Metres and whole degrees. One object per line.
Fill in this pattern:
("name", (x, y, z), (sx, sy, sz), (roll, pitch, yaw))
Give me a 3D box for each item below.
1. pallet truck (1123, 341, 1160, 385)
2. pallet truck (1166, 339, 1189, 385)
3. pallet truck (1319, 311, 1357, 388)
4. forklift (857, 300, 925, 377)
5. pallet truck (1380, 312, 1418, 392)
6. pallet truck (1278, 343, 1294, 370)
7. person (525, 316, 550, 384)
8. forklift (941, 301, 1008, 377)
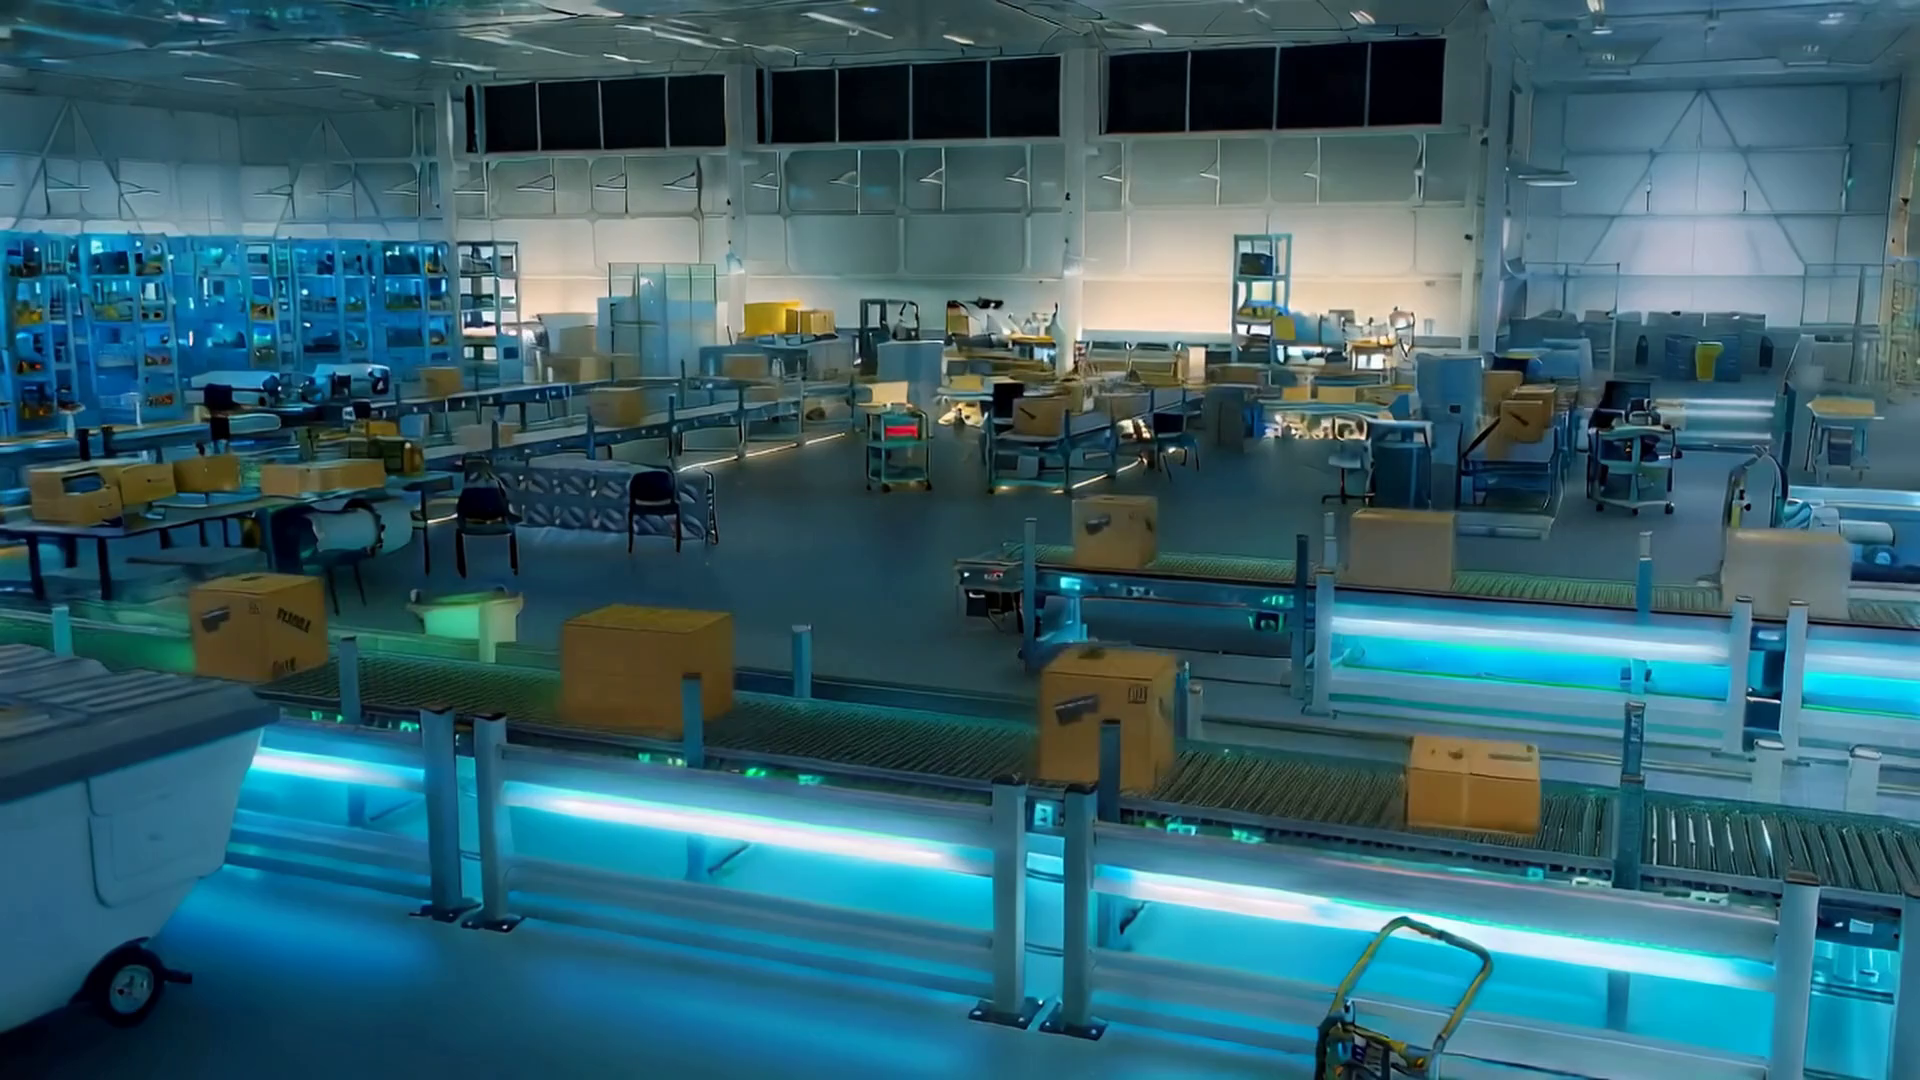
("pallet truck", (4.445, -4.380, 41.279), (0.680, 1.201, 1.601), (4, 10, 22))
("pallet truck", (5.418, -4.269, 40.420), (0.704, 1.261, 1.522), (3, 10, 20))
("pallet truck", (9.071, -4.419, 39.190), (0.823, 1.965, 1.885), (5, 10, 26))
("forklift", (-1.732, -5.109, 42.468), (1.157, 1.987, 2.680), (4, 10, 22))
("pallet truck", (10.207, -4.283, 38.369), (0.823, 1.965, 1.885), (3, 10, 20))
("pallet truck", (7.886, -4.163, 39.743), (0.653, 1.274, 1.630), (4, 10, 22))
("person", (-10.405, -4.614, 40.965), (0.610, 1.810, 0.818), (-3, 10, -18))
("forklift", (0.365, -4.966, 41.571), (1.157, 1.987, 2.680), (3, 10, 20))
